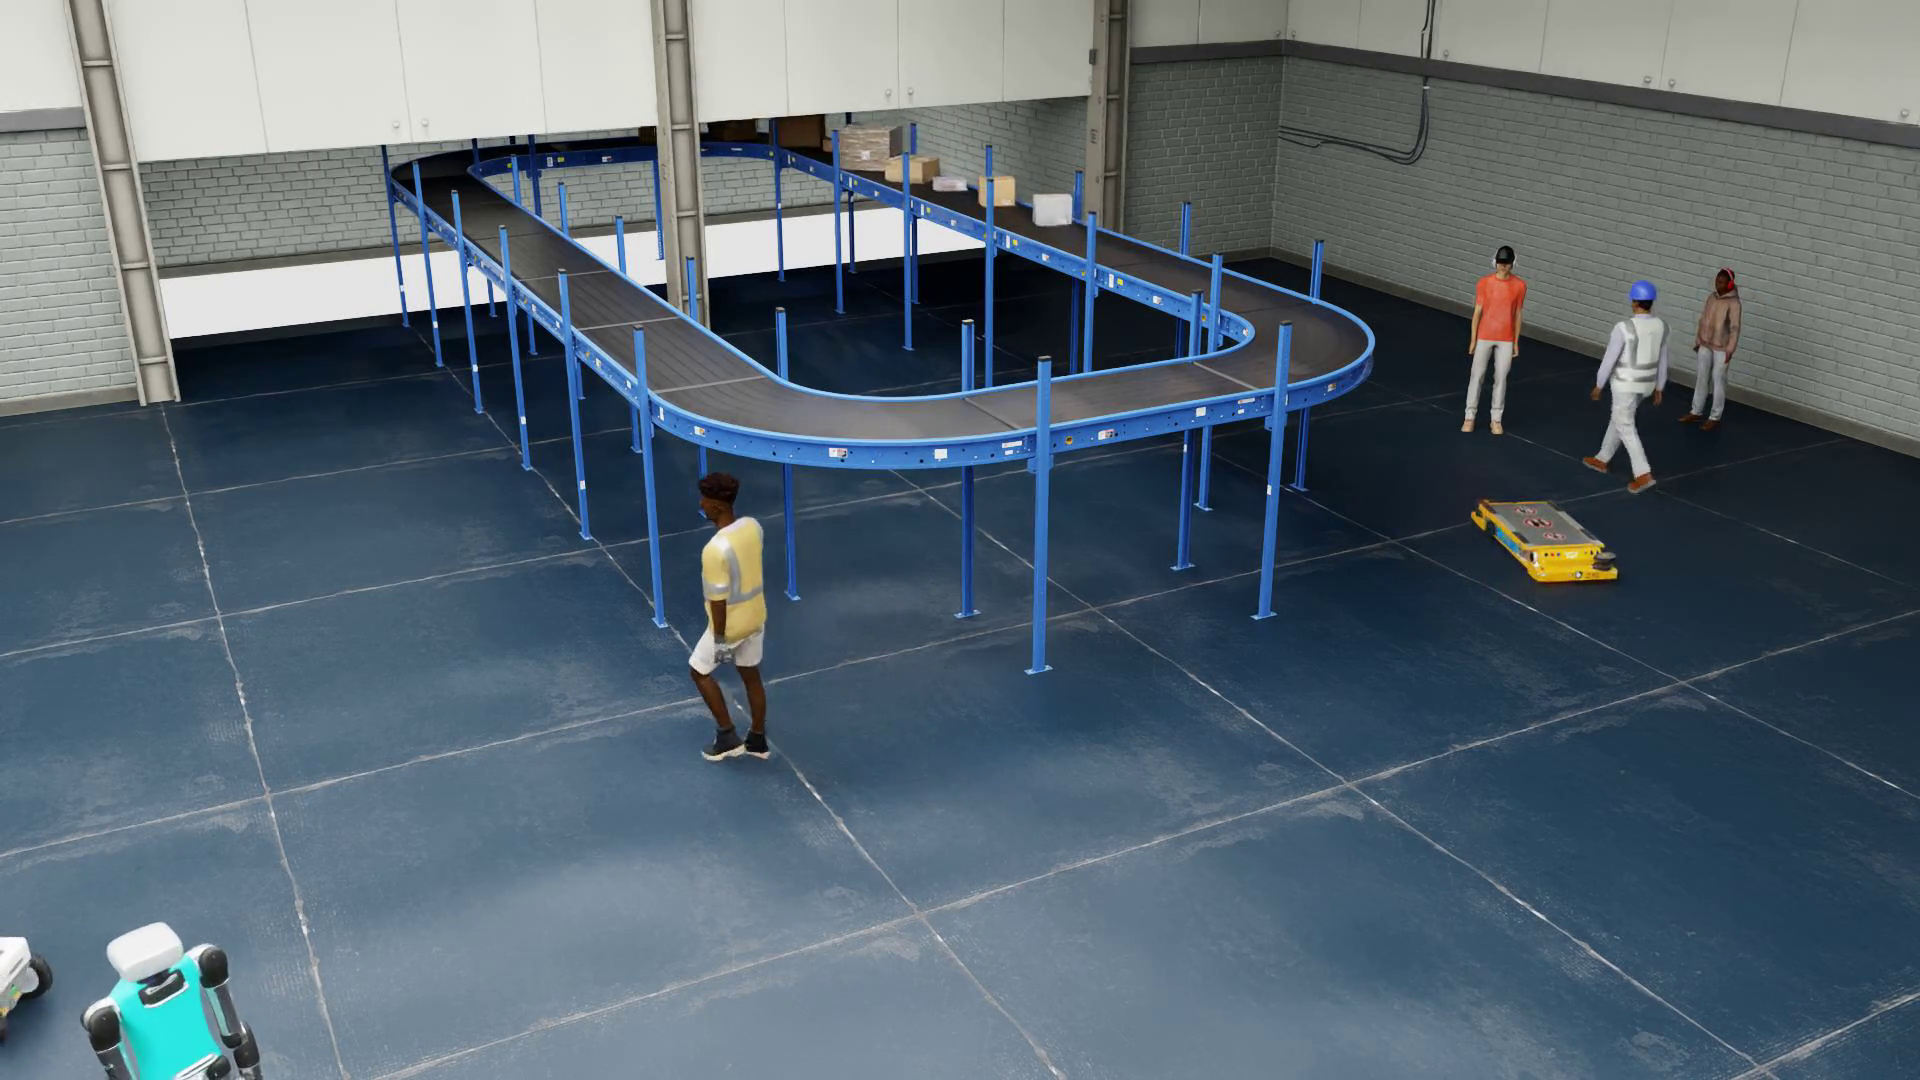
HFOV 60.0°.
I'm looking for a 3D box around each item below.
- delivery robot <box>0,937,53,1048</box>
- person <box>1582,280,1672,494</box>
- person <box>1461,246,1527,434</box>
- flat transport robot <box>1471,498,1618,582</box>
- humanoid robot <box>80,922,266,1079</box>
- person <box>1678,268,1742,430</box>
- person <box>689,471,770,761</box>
[{"bbox_3d":[-4.959,2.157,8.149,0.765,0.586,0.499,0,22,0],"label":"delivery robot"},{"bbox_3d":[6.173,-1.410,15.191,0.613,1.898,0.991,-9,24,-20],"label":"person"},{"bbox_3d":[5.344,-1.986,16.596,0.481,1.910,0.409,5,23,12],"label":"person"},{"bbox_3d":[4.865,-0.012,13.906,0.659,0.231,1.431,-2,22,-5],"label":"flat transport robot"},{"bbox_3d":[-2.674,2.334,6.198,0.984,1.773,0.564,16,27,34],"label":"humanoid robot"},{"bbox_3d":[7.652,-1.940,16.822,0.310,1.650,0.471,-9,24,-21],"label":"person"},{"bbox_3d":[-1.450,0.488,10.442,0.533,1.946,0.616,11,24,25],"label":"person"}]
